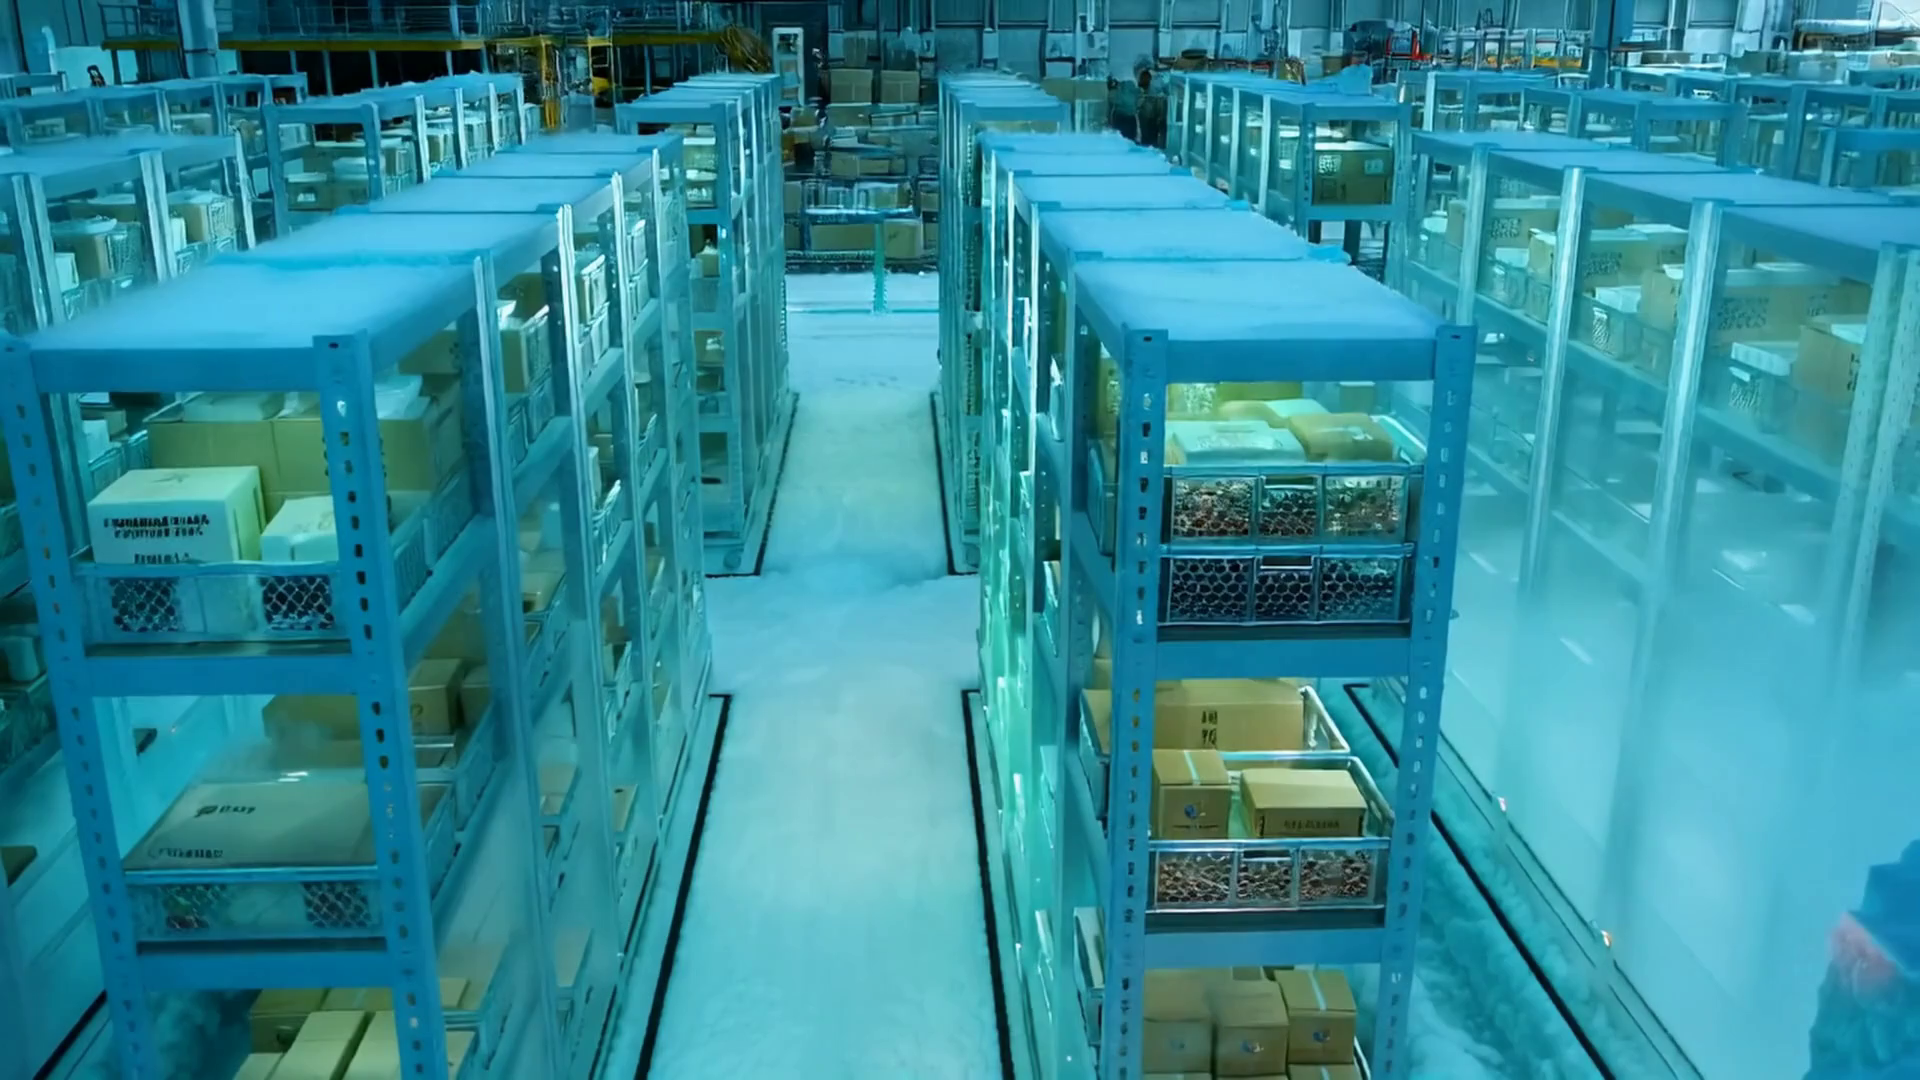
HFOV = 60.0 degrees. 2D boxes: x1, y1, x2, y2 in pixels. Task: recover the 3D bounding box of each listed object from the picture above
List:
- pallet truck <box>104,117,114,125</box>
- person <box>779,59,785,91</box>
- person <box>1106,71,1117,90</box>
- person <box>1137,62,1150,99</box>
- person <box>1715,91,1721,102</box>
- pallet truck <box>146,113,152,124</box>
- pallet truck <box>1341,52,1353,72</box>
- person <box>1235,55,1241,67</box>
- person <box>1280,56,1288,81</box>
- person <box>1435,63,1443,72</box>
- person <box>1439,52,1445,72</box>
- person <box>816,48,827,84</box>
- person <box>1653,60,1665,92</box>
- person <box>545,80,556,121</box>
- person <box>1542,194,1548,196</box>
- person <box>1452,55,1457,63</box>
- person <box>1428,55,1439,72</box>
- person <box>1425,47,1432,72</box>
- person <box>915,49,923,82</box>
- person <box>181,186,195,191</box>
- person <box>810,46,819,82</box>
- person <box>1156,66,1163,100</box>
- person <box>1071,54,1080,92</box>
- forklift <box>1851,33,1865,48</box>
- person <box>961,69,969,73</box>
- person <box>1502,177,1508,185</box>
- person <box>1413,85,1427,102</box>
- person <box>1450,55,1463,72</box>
[{"bbox_3d":[-18.367,-7.885,35.078,1.885,1.965,0.823,1,18,2],"label":"pallet truck"},{"bbox_3d":[-8.701,-22.744,81.309,0.429,1.844,0.627,-7,19,-22],"label":"person"},{"bbox_3d":[5.687,-16.616,62.300,0.332,1.872,0.514,-16,24,-40],"label":"person"},{"bbox_3d":[7.455,-18.421,67.684,0.396,1.992,0.623,-15,23,-39],"label":"person"},{"bbox_3d":[25.920,-14.725,56.533,0.545,1.818,0.968,7,19,20],"label":"person"},{"bbox_3d":[-18.087,-8.309,36.390,1.885,1.965,0.823,-1,18,-4],"label":"pallet truck"},{"bbox_3d":[18.794,-23.123,82.231,0.823,1.965,1.885,-13,22,-35],"label":"pallet truck"},{"bbox_3d":[14.476,-24.531,87.085,0.538,1.677,0.563,15,23,38],"label":"person"},{"bbox_3d":[15.277,-21.980,78.838,0.855,1.916,0.635,11,21,30],"label":"person"},{"bbox_3d":[21.684,-20.706,75.260,0.902,1.685,0.485,8,20,25],"label":"person"},{"bbox_3d":[25.020,-24.364,86.334,0.447,1.831,0.551,-1,18,-3],"label":"person"},{"bbox_3d":[-7.625,-26.124,91.657,0.782,1.915,0.553,-11,21,-31],"label":"person"},{"bbox_3d":[30.177,-19.737,71.803,0.361,1.963,0.613,-9,20,-27],"label":"person"},{"bbox_3d":[-15.497,-16.719,62.605,0.354,1.880,0.586,14,22,36],"label":"person"},{"bbox_3d":[12.214,-7.648,34.836,0.557,1.678,0.521,-5,19,-16],"label":"person"},{"bbox_3d":[23.955,-22.450,80.322,0.487,1.891,0.633,-7,19,-19],"label":"person"},{"bbox_3d":[22.690,-22.237,79.638,0.814,1.915,0.636,-11,21,-30],"label":"person"},{"bbox_3d":[26.024,-26.387,92.422,0.347,1.943,0.545,-1,18,-4],"label":"person"},{"bbox_3d":[-2.266,-25.814,90.709,0.589,1.907,0.510,-10,20,-28],"label":"person"},{"bbox_3d":[-12.542,-5.108,26.748,0.403,1.830,0.600,12,21,32],"label":"person"},{"bbox_3d":[-8.217,-26.946,94.163,0.610,1.936,0.420,-12,21,-32],"label":"person"},{"bbox_3d":[8.323,-18.826,69.304,0.319,1.767,0.534,0,18,1],"label":"person"},{"bbox_3d":[5.806,-23.446,83.484,0.428,1.840,0.631,2,18,6],"label":"person"},{"bbox_3d":[46.481,-24.949,86.470,1.129,2.768,1.873,-15,23,-40],"label":"forklift"},{"bbox_3d":[0.185,-15.823,59.569,0.393,2.041,0.614,-8,19,-22],"label":"person"},{"bbox_3d":[12.850,-8.911,38.546,0.621,1.805,0.773,-2,18,-6],"label":"person"},{"bbox_3d":[16.260,-15.565,58.932,0.547,1.942,0.351,-10,21,-29],"label":"person"},{"bbox_3d":[23.631,-22.082,79.157,0.607,1.903,0.631,8,20,24],"label":"person"}]
